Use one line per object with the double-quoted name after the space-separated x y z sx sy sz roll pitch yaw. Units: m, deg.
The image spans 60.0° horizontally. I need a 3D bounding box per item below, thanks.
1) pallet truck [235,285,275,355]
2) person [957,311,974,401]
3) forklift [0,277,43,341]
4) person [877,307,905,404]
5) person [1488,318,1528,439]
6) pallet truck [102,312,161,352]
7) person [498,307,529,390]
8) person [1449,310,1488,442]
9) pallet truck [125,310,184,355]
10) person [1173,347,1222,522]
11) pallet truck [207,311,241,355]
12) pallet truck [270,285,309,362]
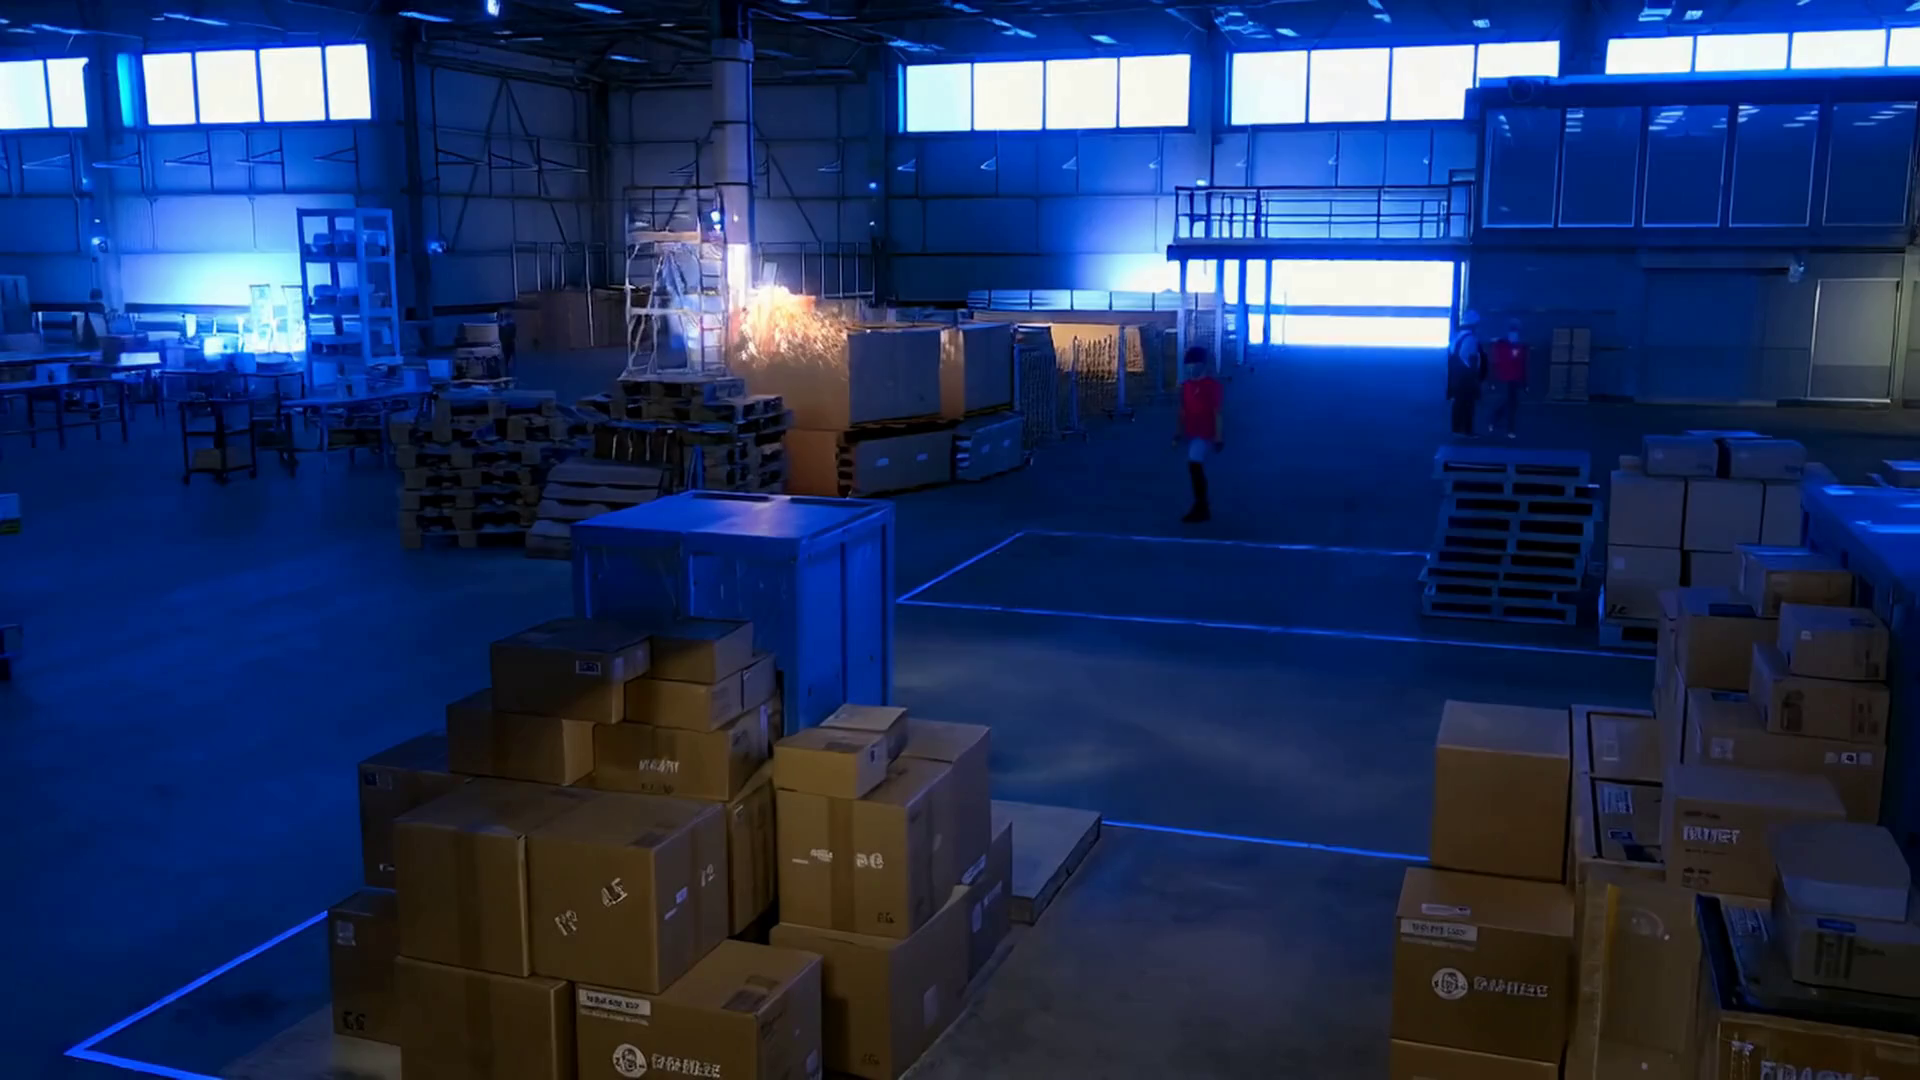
-18.327 -5.835 44.421 0.823 1.965 1.885 4 11 23 "pallet truck"
0.112 -3.603 32.534 0.342 1.759 0.523 -1 10 -8 "person"
-27.151 -6.329 46.328 1.157 1.987 2.680 3 11 17 "forklift"
-1.297 -3.568 32.046 0.575 1.862 0.728 4 11 20 "person"
8.609 -2.542 26.138 0.593 1.902 0.557 -2 10 -14 "person"
-23.057 -5.777 46.261 0.680 1.201 1.601 3 11 19 "pallet truck"
-8.785 -3.629 32.466 0.528 1.842 0.876 7 12 34 "person"
7.898 -2.545 25.773 0.538 2.000 0.683 -2 10 -12 "person"
-22.038 -5.665 45.457 0.704 1.261 1.522 3 11 17 "pallet truck"
2.547 -1.142 18.202 0.649 1.914 0.582 -7 12 -34 "person"
-19.537 -5.575 44.913 0.653 1.274 1.630 3 11 19 "pallet truck"
-17.147 -5.700 43.663 0.823 1.965 1.885 3 11 17 "pallet truck"
